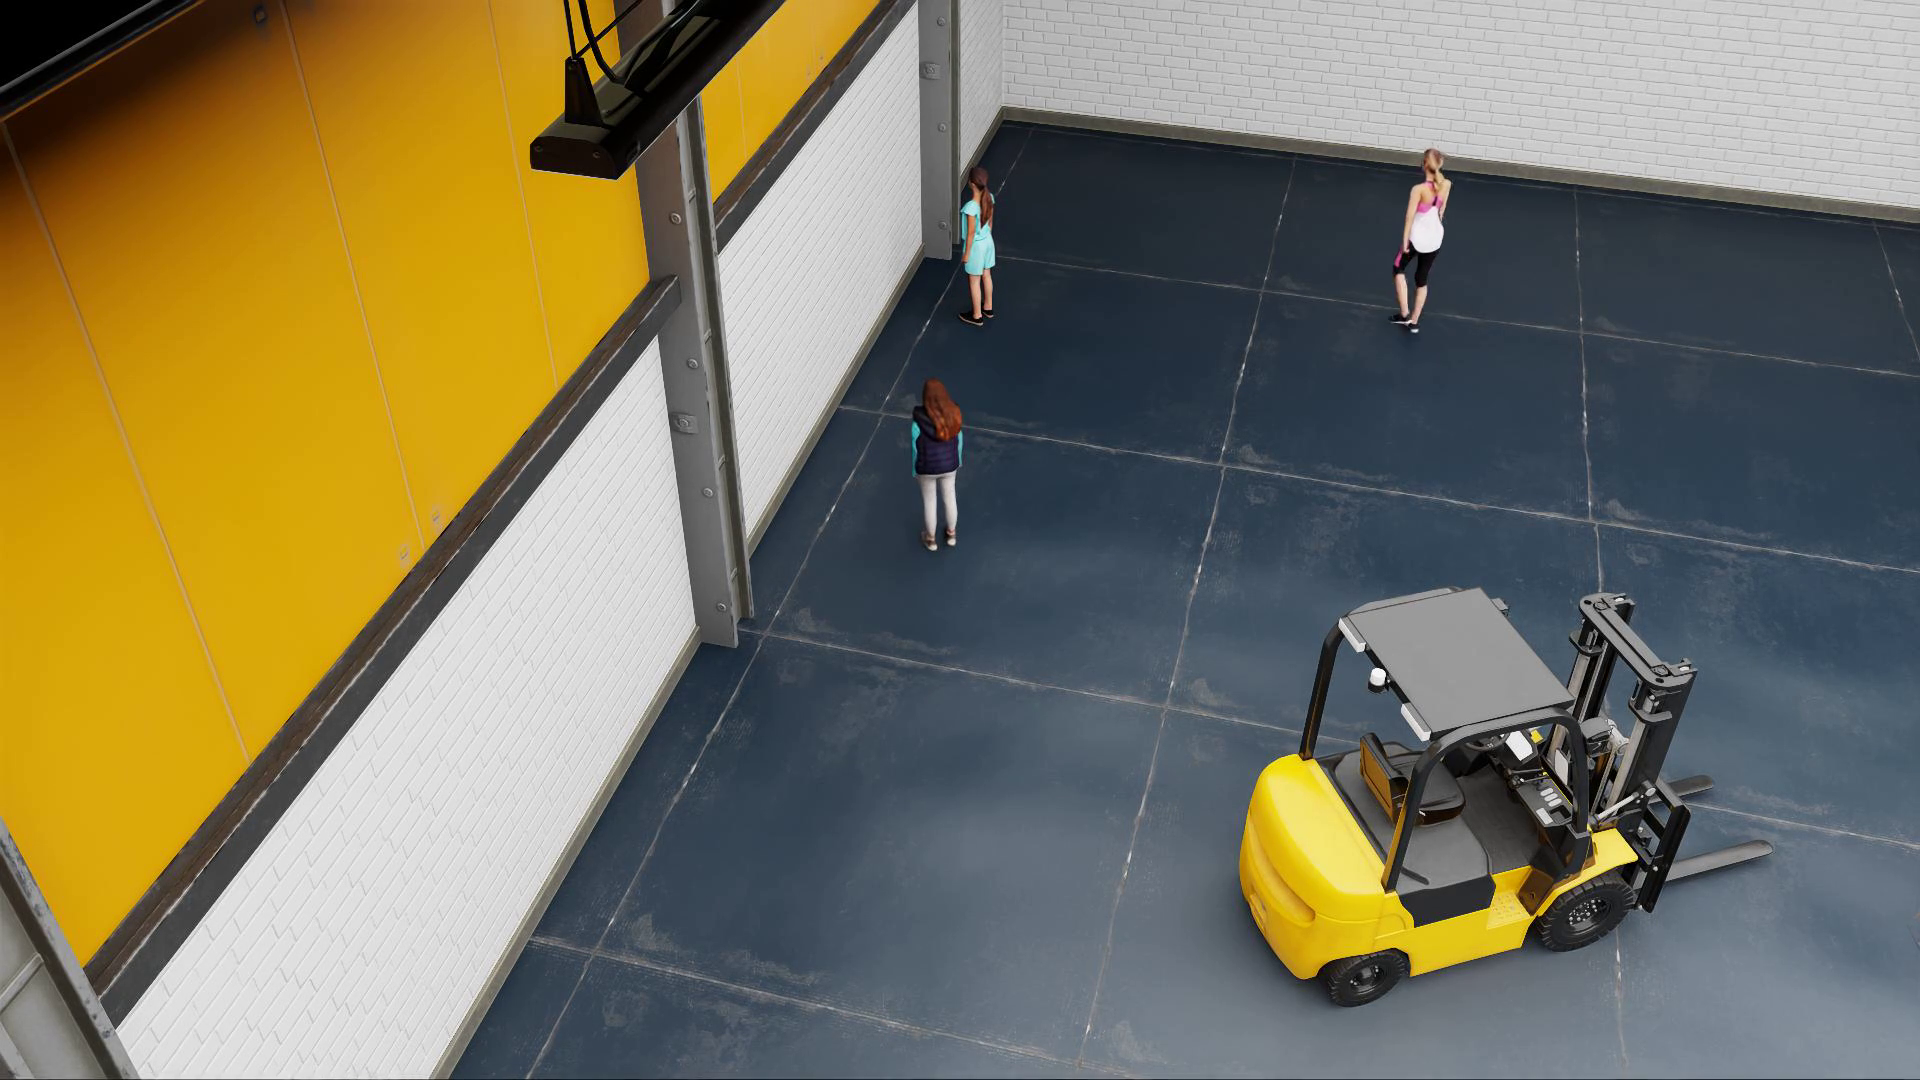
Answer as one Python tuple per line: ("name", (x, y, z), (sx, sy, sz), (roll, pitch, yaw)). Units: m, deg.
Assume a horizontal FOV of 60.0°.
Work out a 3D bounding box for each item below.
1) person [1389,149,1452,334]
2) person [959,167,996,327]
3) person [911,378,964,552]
("person", (4.264, -2.671, 15.145), (0.737, 1.773, 0.767), (-12, 40, -14))
("person", (0.165, -2.730, 15.391), (0.682, 1.558, 0.575), (26, 46, 29))
("person", (-0.177, -0.582, 12.747), (0.685, 1.500, 0.727), (-12, 40, -15))
